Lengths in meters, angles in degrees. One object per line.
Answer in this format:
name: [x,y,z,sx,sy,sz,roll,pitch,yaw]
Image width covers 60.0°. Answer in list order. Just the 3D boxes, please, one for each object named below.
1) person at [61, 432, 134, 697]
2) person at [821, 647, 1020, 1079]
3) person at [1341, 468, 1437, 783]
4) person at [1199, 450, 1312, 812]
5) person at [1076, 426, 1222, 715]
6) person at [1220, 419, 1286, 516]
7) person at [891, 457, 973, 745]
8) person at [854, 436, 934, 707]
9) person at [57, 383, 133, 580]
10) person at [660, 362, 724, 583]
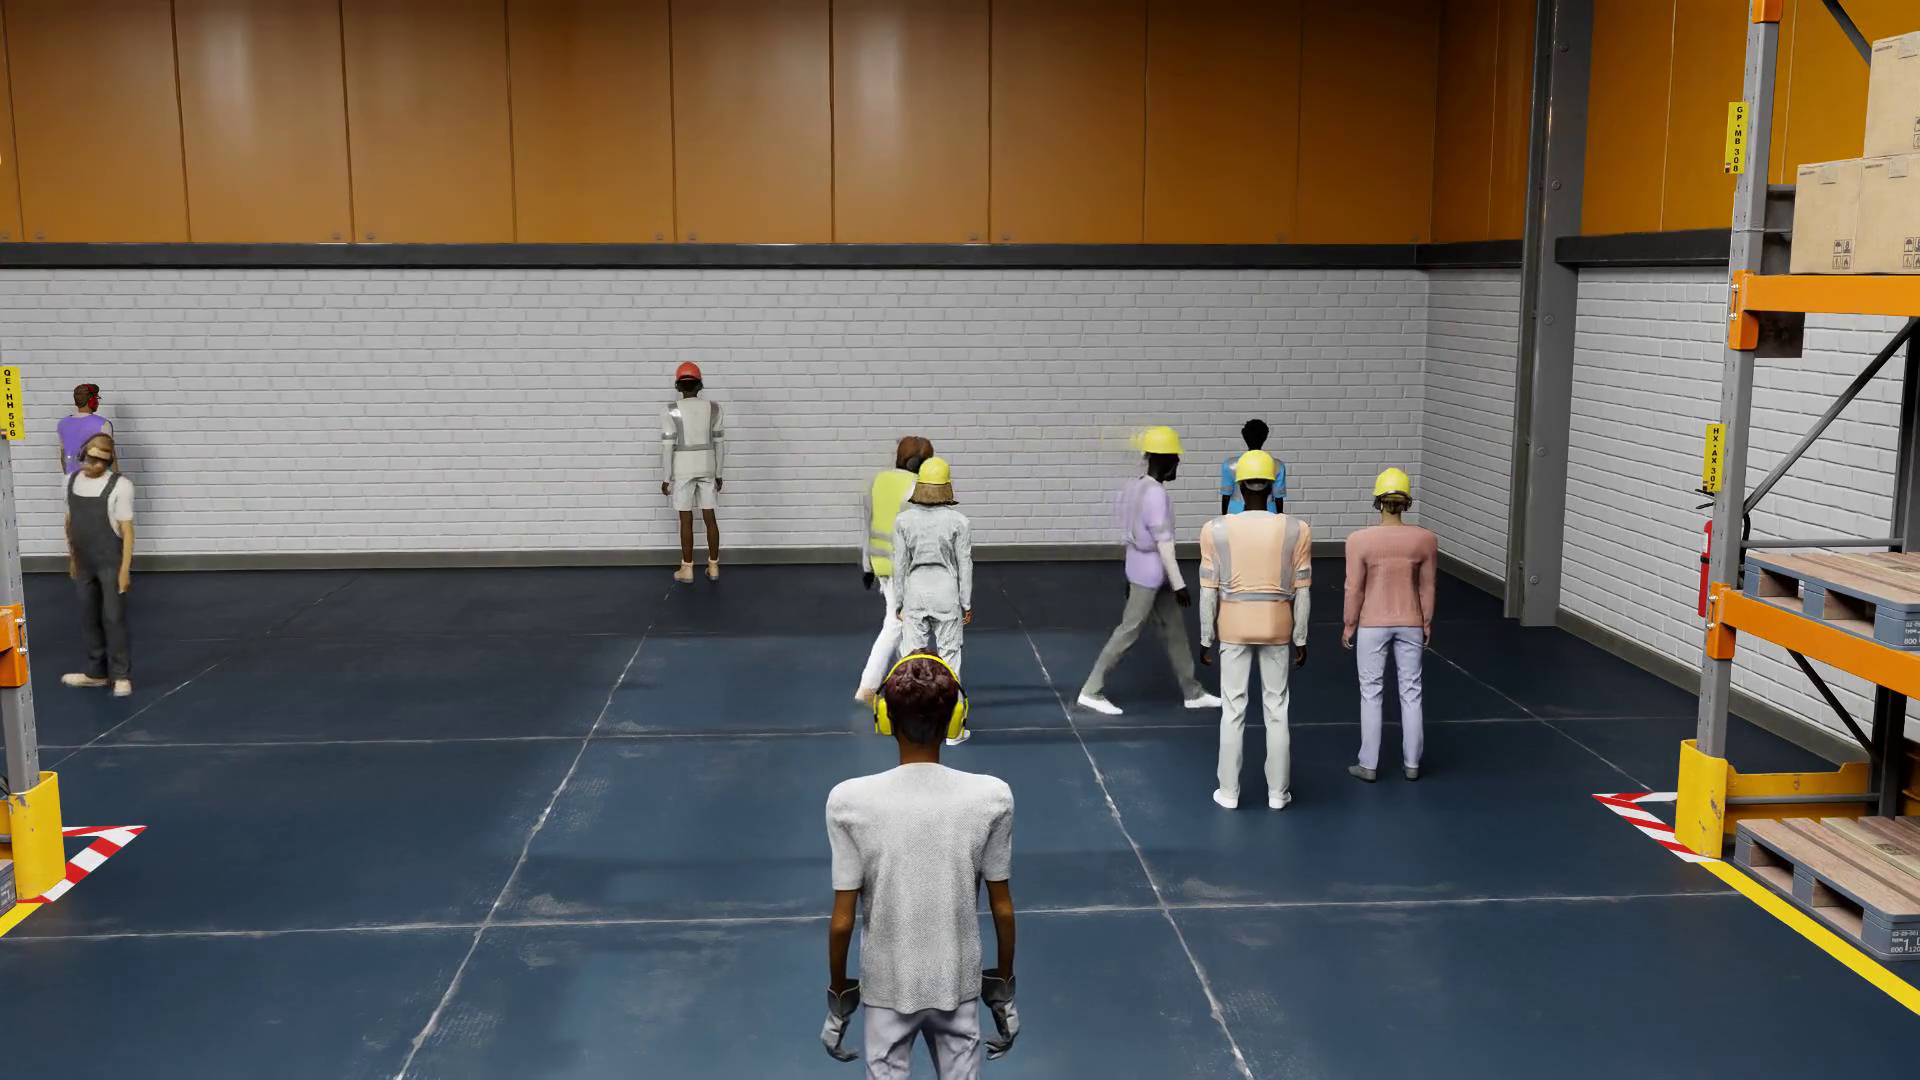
person: [-5.823,0.163,11.192,0.689,1.801,0.429,2,9,13]
person: [-0.105,1.208,4.408,0.532,1.870,0.315,-1,9,-9]
person: [2.388,0.480,9.300,0.526,1.768,0.330,0,9,-3]
person: [1.550,0.484,8.784,0.585,1.924,0.375,1,9,6]
person: [1.225,0.208,10.690,1.005,1.878,0.591,1,9,4]
person: [2.345,-0.125,13.344,0.530,1.689,0.321,1,9,5]
person: [-0.162,0.370,10.064,0.492,1.742,0.324,2,9,10]
person: [-0.409,0.196,11.058,0.654,1.789,0.954,9,12,43]
person: [-7.976,-0.510,15.267,0.565,1.846,0.390,2,9,13]
person: [-2.479,-0.625,15.389,0.608,2.039,0.395,-5,10,-27]
